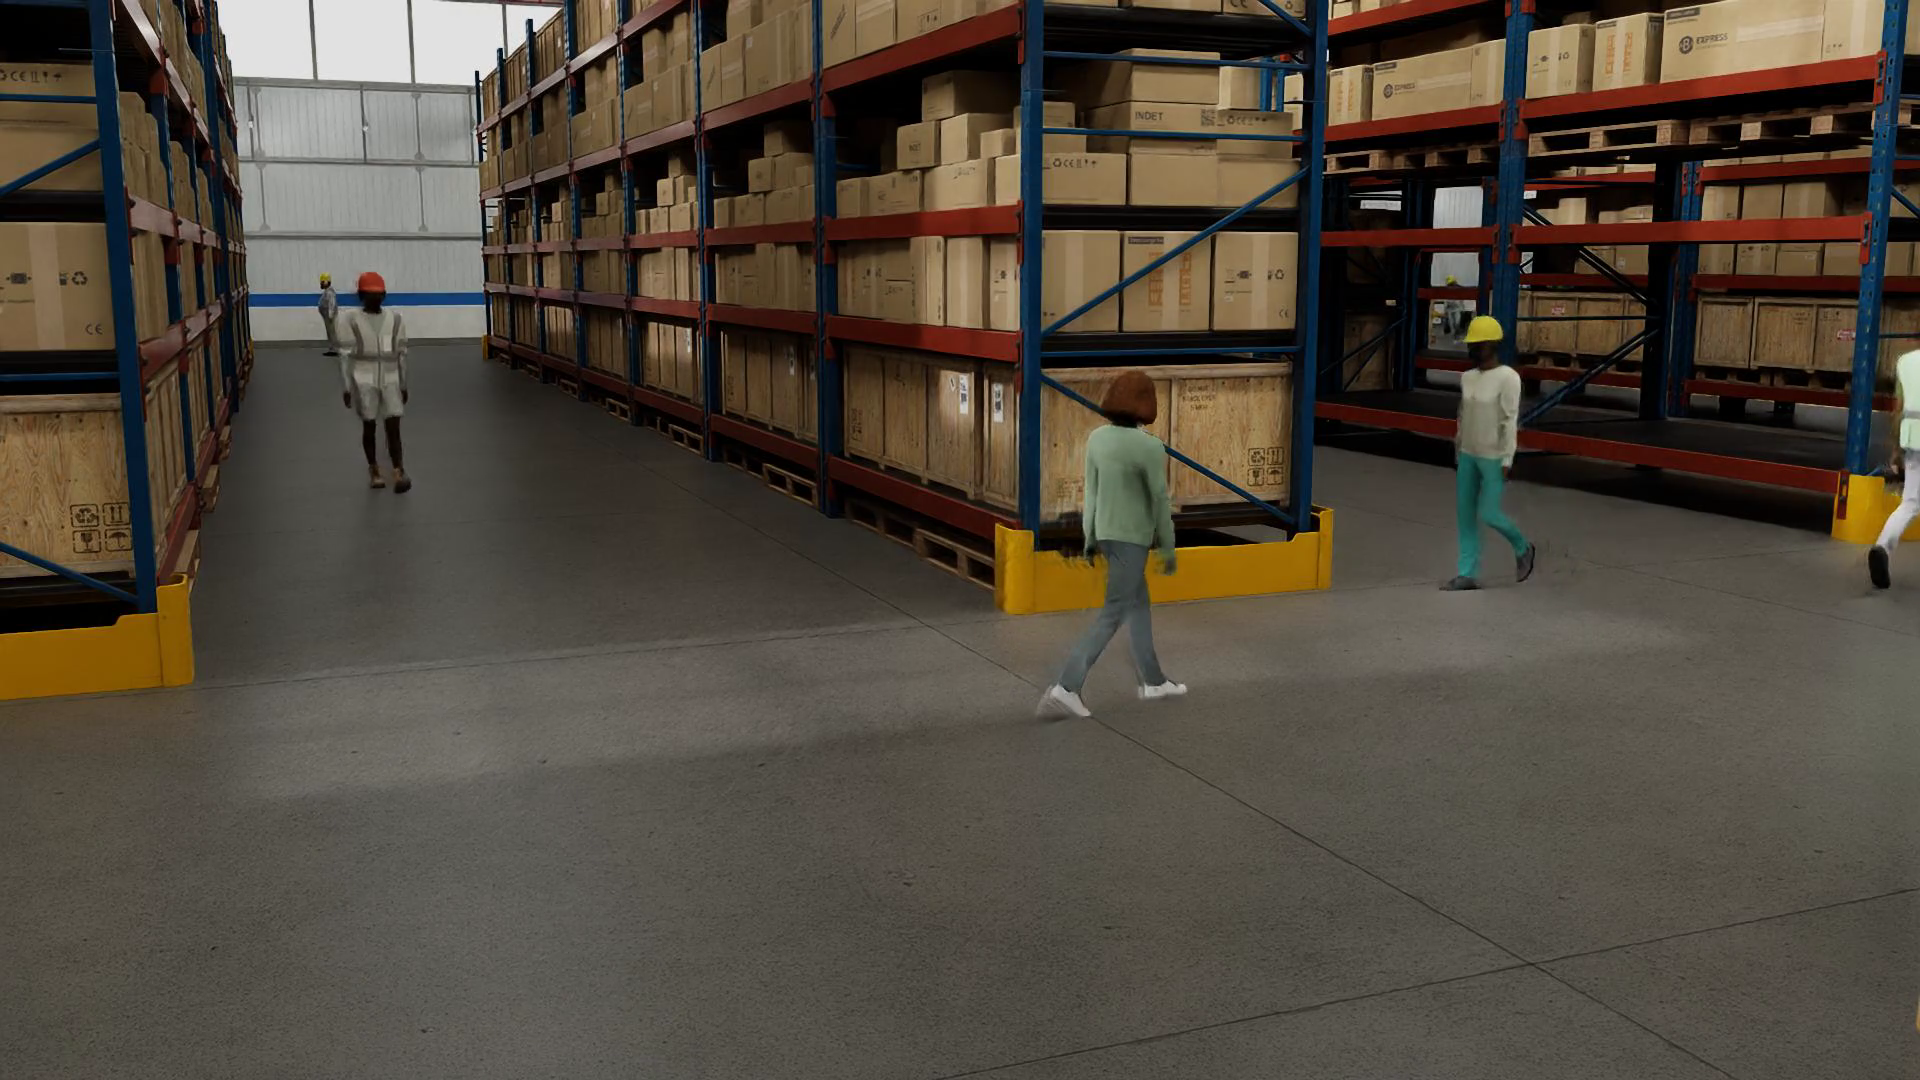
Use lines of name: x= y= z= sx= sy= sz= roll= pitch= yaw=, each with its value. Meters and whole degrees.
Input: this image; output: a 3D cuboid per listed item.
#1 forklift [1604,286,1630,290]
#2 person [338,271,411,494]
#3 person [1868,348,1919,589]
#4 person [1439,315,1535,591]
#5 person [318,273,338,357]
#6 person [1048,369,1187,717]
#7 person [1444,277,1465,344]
forklift: x=12.320 y=-4.576 z=31.274 sx=1.873 sy=2.768 sz=1.129 roll=2 pitch=10 yaw=10
person: x=-5.251 y=-1.409 z=14.973 sx=0.629 sy=1.980 sz=1.064 roll=-6 pitch=11 yaw=-30
person: x=6.033 y=-0.553 z=10.349 sx=0.710 sy=1.824 sz=0.571 roll=-5 pitch=11 yaw=-28
person: x=3.337 y=-0.535 z=10.441 sx=0.533 sy=1.747 sz=0.532 roll=-4 pitch=10 yaw=-24
person: x=-13.948 y=-4.960 z=36.706 sx=0.404 sy=1.830 sz=0.599 roll=-5 pitch=11 yaw=-26
person: x=0.739 y=0.009 z=7.651 sx=0.842 sy=1.595 sz=0.514 roll=-6 pitch=11 yaw=-31
person: x=12.504 y=-5.810 z=42.171 sx=0.566 sy=1.694 sz=0.659 roll=7 pitch=12 yaw=36
